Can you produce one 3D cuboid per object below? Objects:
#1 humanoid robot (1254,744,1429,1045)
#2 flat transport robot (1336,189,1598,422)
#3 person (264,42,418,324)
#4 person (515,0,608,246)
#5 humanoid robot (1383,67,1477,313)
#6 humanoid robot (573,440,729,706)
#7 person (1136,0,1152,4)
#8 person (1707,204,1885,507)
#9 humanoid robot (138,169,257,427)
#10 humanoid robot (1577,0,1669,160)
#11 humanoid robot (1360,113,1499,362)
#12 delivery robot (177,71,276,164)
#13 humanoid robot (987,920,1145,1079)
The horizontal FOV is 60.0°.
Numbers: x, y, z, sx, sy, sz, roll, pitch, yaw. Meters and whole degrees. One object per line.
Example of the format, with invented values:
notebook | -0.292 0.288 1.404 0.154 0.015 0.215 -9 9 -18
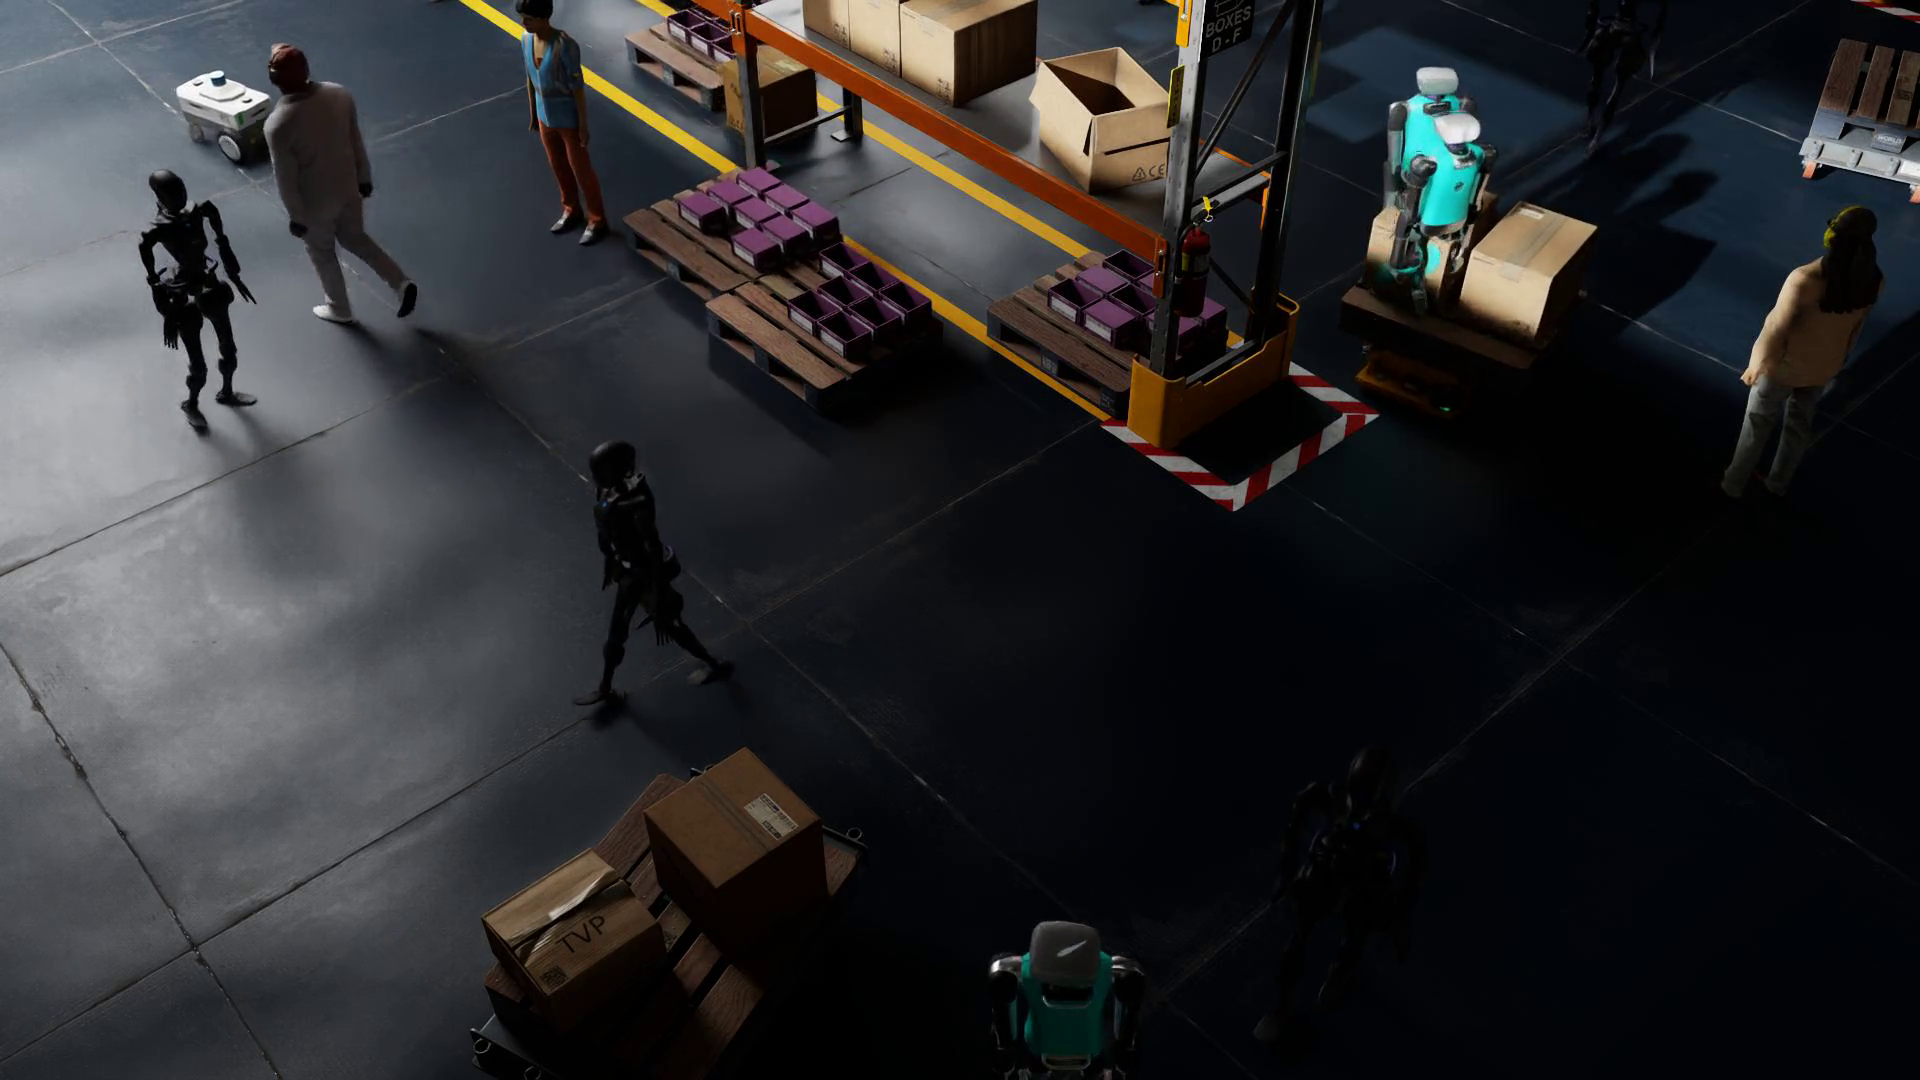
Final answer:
humanoid robot | 1.504 1.419 6.523 0.584 1.639 0.623 18 46 19
flat transport robot | 3.119 -1.269 10.475 0.659 0.231 1.431 27 49 26
person | -3.844 -2.125 10.220 0.691 1.883 0.660 19 46 20
person | -2.667 -2.812 11.056 0.503 1.758 0.336 23 47 23
humanoid robot | 2.858 -1.897 10.076 0.552 1.712 0.988 -5 43 -6
humanoid robot | -1.523 0.180 7.900 0.791 1.622 0.584 -30 51 -29
person | 1.805 -5.397 13.817 0.624 1.827 0.581 -34 52 -31
person | 4.528 -0.946 8.949 0.548 1.871 0.392 -6 43 -7
humanoid robot | -4.425 -1.427 9.617 0.415 1.641 0.590 22 47 22
humanoid robot | 4.765 -3.593 11.964 0.587 1.643 0.555 28 49 27
humanoid robot | 2.725 -1.792 9.970 0.534 1.812 0.645 -13 44 -14
delivery robot | -5.411 -3.168 12.342 0.809 0.611 0.499 22 47 22
humanoid robot | 0.360 2.057 5.787 0.550 1.742 1.033 1 43 1
